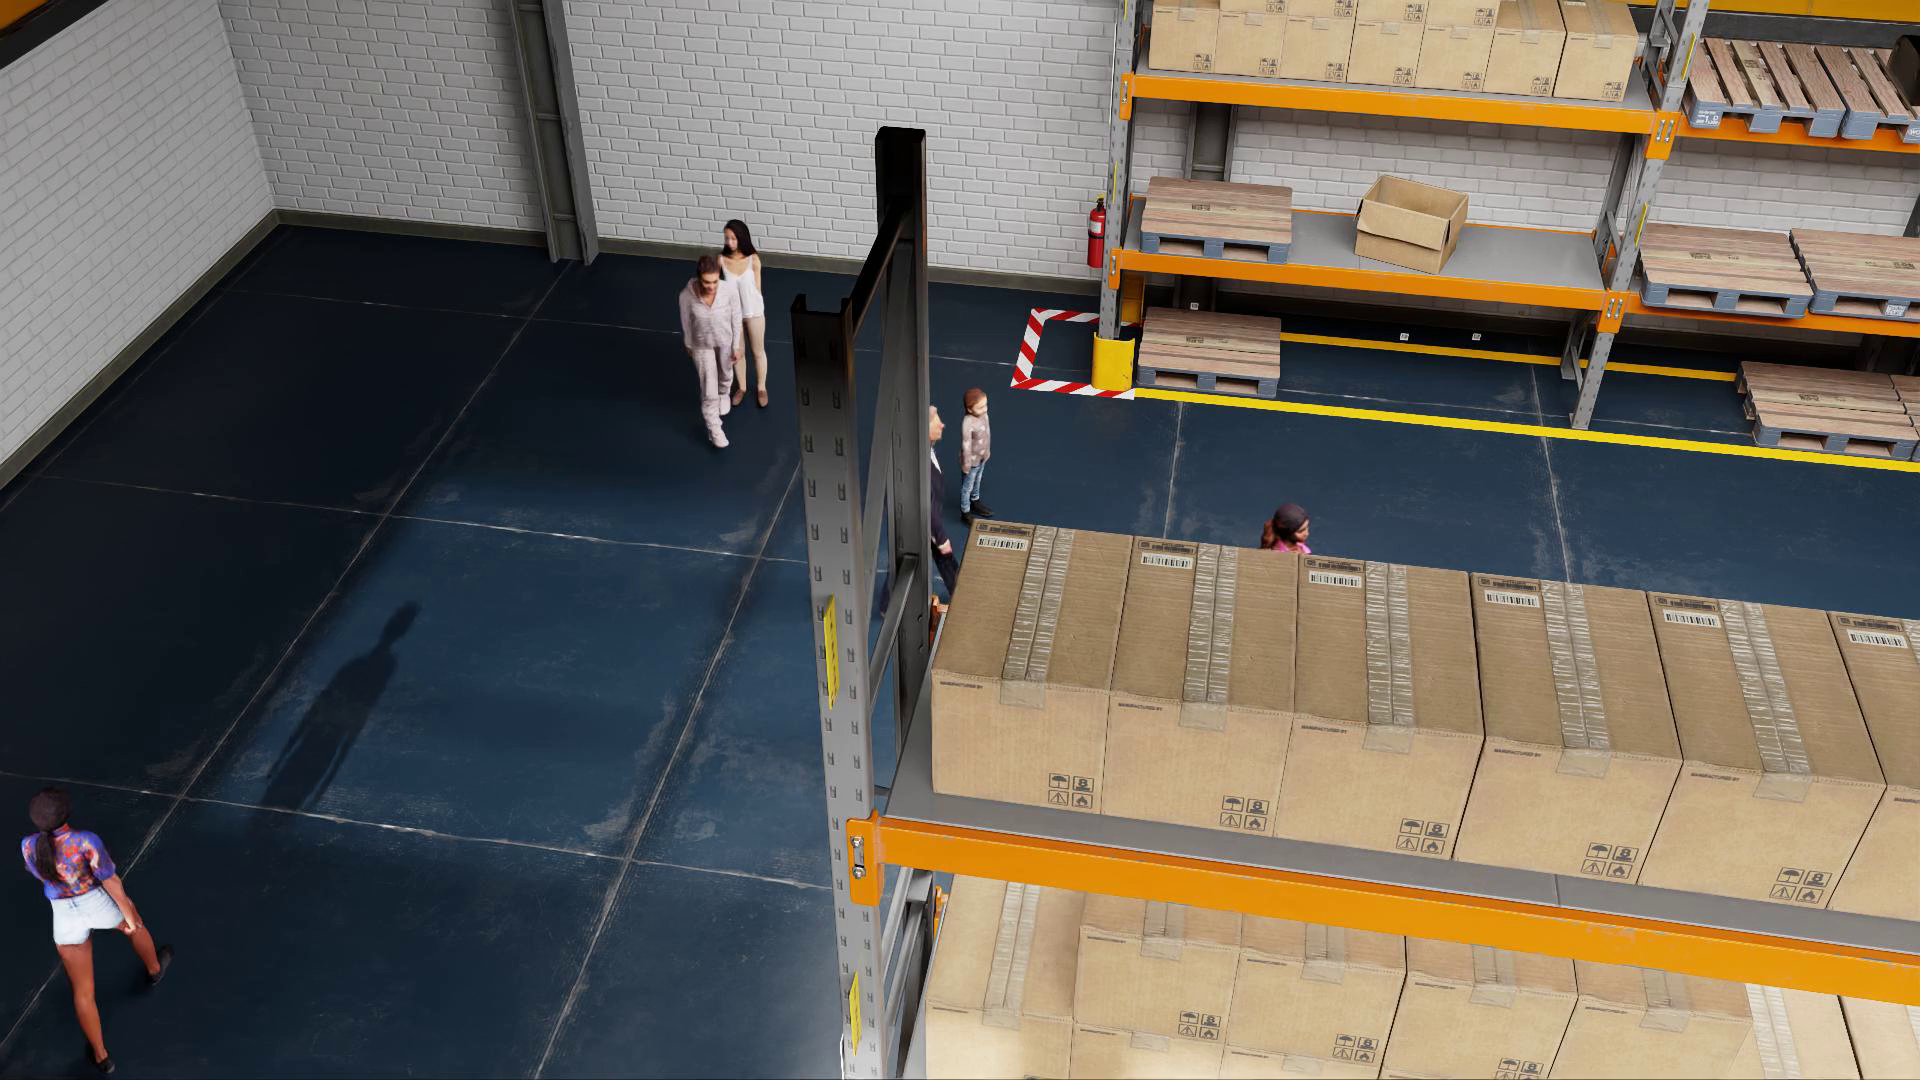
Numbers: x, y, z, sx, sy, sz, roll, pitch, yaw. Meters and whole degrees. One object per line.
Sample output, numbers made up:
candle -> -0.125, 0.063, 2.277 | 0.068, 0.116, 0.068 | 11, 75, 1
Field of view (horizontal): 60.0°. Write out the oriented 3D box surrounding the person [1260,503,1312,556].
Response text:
person -> 2.006, 0.425, 10.825 | 0.913, 1.710, 0.767 | 24, 44, 27

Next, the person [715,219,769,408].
person -> -1.792, -1.904, 13.785 | 0.563, 1.655, 0.622 | -16, 41, -19

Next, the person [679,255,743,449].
person -> -2.004, -1.625, 13.450 | 1.078, 1.637, 0.990 | -8, 39, -9

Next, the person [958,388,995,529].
person -> 0.106, -0.645, 12.578 | 0.559, 1.194, 0.544 | 21, 43, 25

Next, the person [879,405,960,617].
person -> -0.380, -0.150, 11.484 | 1.065, 1.786, 0.772 | 2, 39, 2

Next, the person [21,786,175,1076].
person -> -4.625, 2.069, 8.788 | 1.090, 1.684, 0.965 | -11, 40, -14
